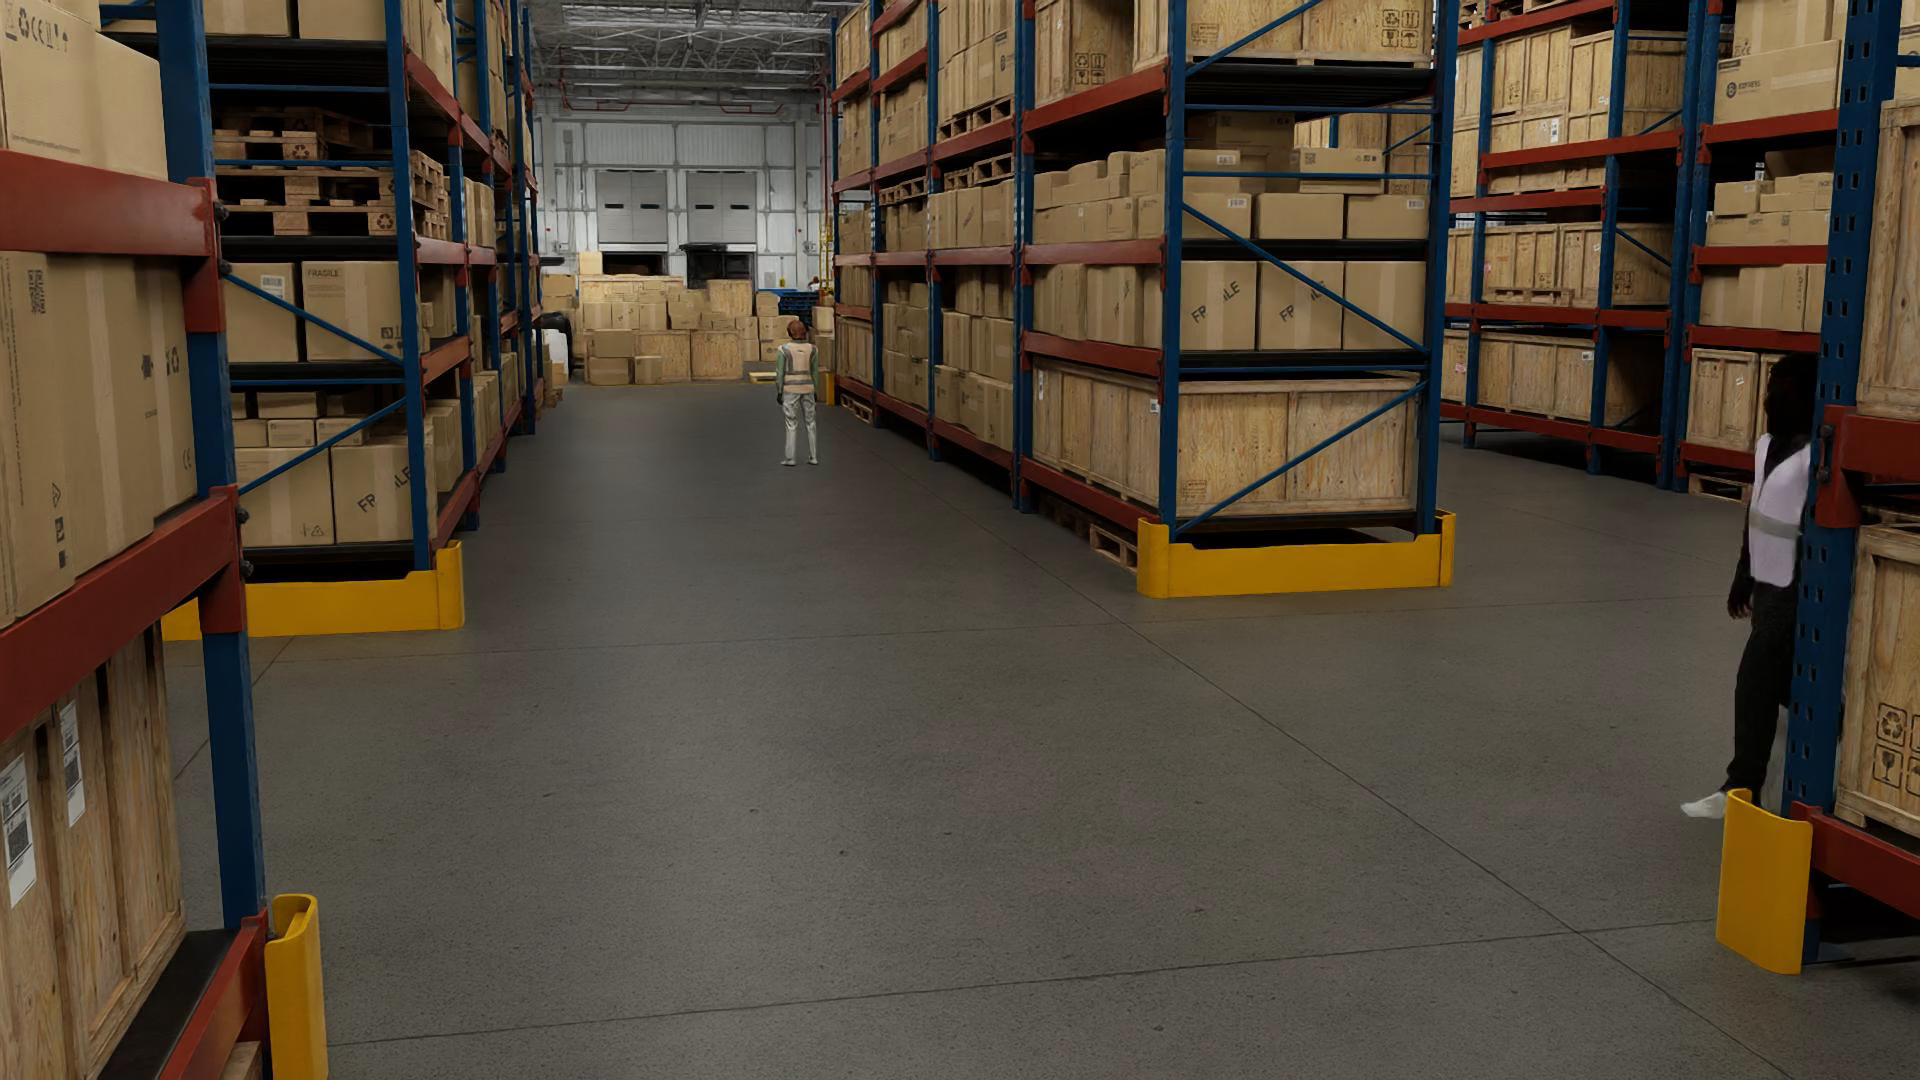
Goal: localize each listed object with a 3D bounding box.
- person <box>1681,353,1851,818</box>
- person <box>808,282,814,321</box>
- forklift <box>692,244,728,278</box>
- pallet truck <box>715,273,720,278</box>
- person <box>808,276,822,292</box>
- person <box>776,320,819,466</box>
[{"bbox_3d":[3.386,0.194,6.662,0.817,1.893,0.598,1,9,5],"label":"person"},{"bbox_3d":[-6.042,-9.657,67.467,0.310,1.636,0.523,1,9,5],"label":"person"},{"bbox_3d":[-6.687,-6.532,44.641,1.129,2.768,1.873,1,9,8],"label":"forklift"},{"bbox_3d":[-8.580,-8.986,62.280,1.885,1.965,0.823,1,9,5],"label":"pallet truck"},{"bbox_3d":[-5.341,-8.838,61.731,0.574,1.881,0.357,2,10,12],"label":"person"},{"bbox_3d":[-1.808,-1.638,18.630,0.507,1.630,0.316,-5,11,-28],"label":"person"}]
